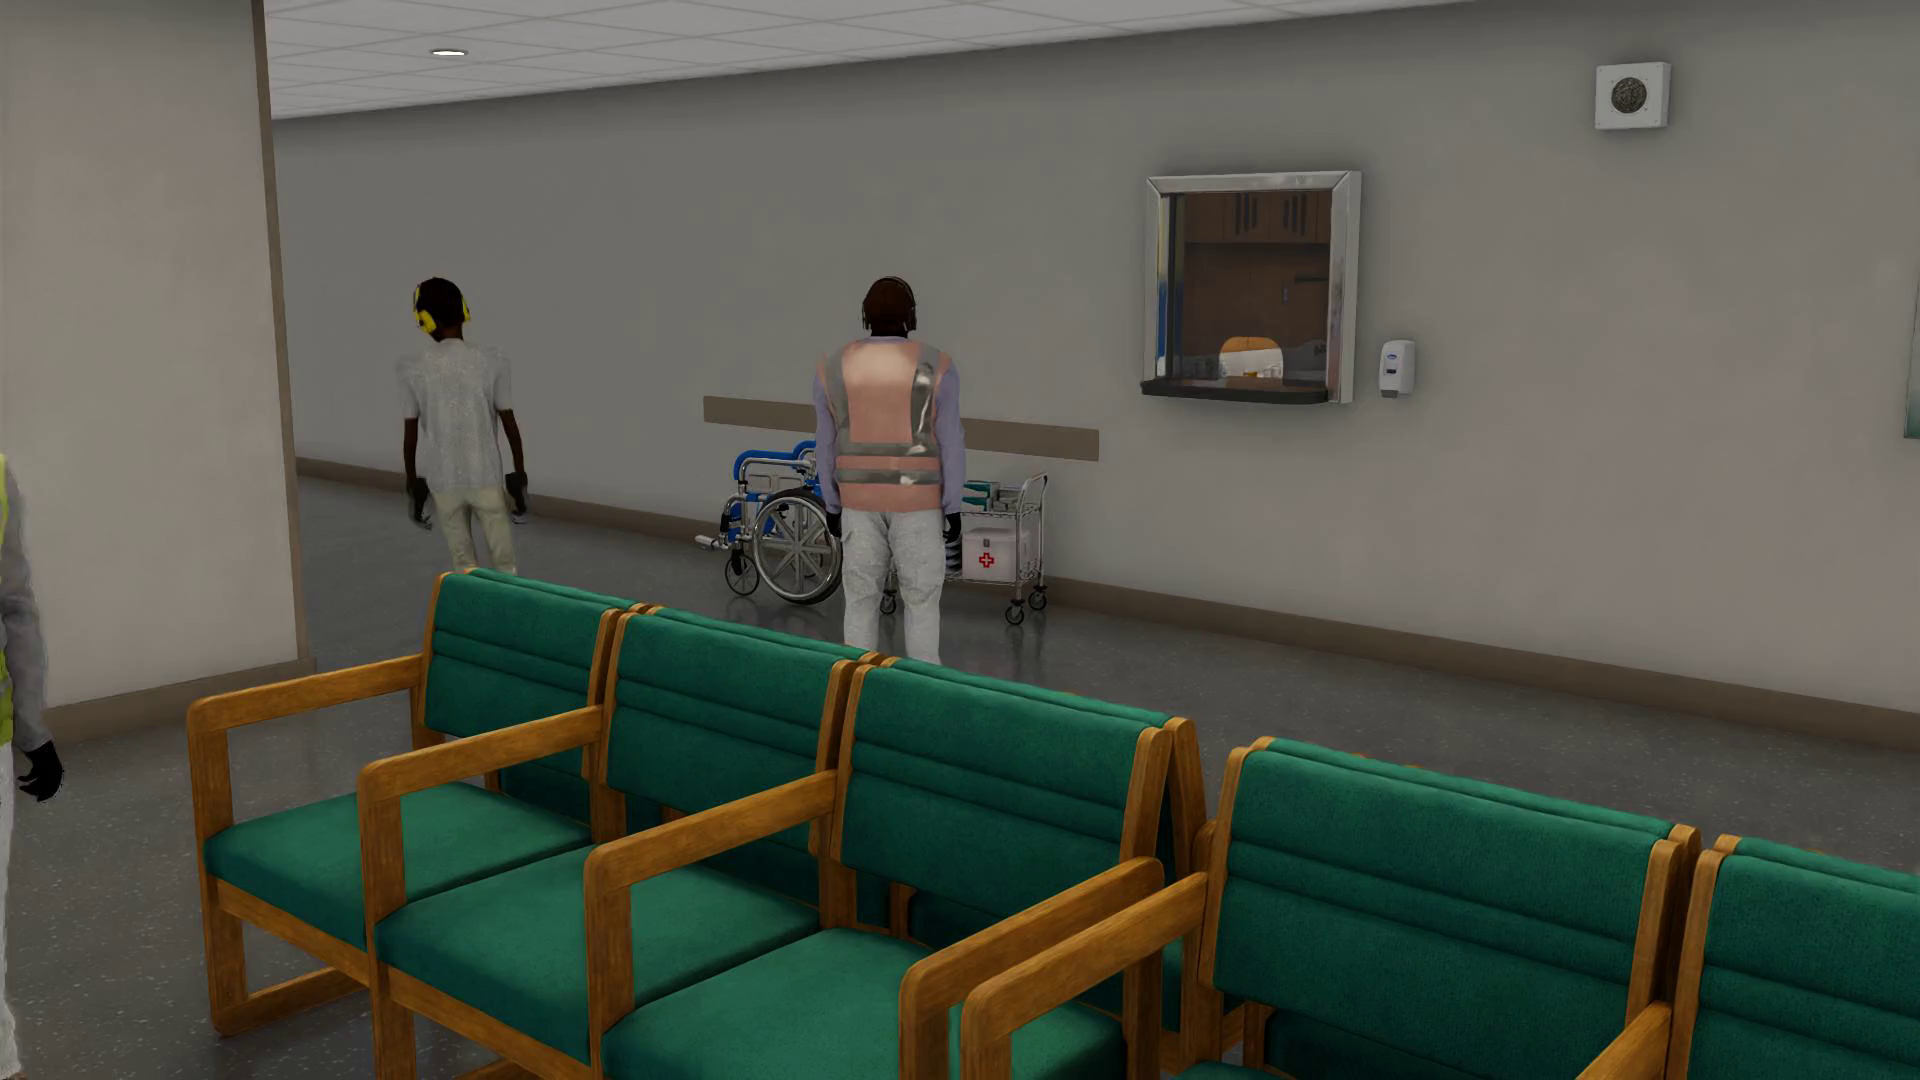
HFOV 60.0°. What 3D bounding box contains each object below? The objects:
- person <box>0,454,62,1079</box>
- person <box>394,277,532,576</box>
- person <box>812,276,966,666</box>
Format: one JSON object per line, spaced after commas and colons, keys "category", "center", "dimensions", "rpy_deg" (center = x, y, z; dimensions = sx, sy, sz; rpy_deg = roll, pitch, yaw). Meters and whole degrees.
{"category": "person", "center": [-2.240, 0.443, 3.500], "dimensions": [0.430, 1.836, 0.649], "rpy_deg": [8, 13, 38]}
{"category": "person", "center": [-2.156, -0.220, 7.255], "dimensions": [0.552, 1.837, 0.502], "rpy_deg": [-2, 10, -11]}
{"category": "person", "center": [-0.276, -0.152, 6.844], "dimensions": [0.625, 1.846, 0.429], "rpy_deg": [2, 10, 12]}
